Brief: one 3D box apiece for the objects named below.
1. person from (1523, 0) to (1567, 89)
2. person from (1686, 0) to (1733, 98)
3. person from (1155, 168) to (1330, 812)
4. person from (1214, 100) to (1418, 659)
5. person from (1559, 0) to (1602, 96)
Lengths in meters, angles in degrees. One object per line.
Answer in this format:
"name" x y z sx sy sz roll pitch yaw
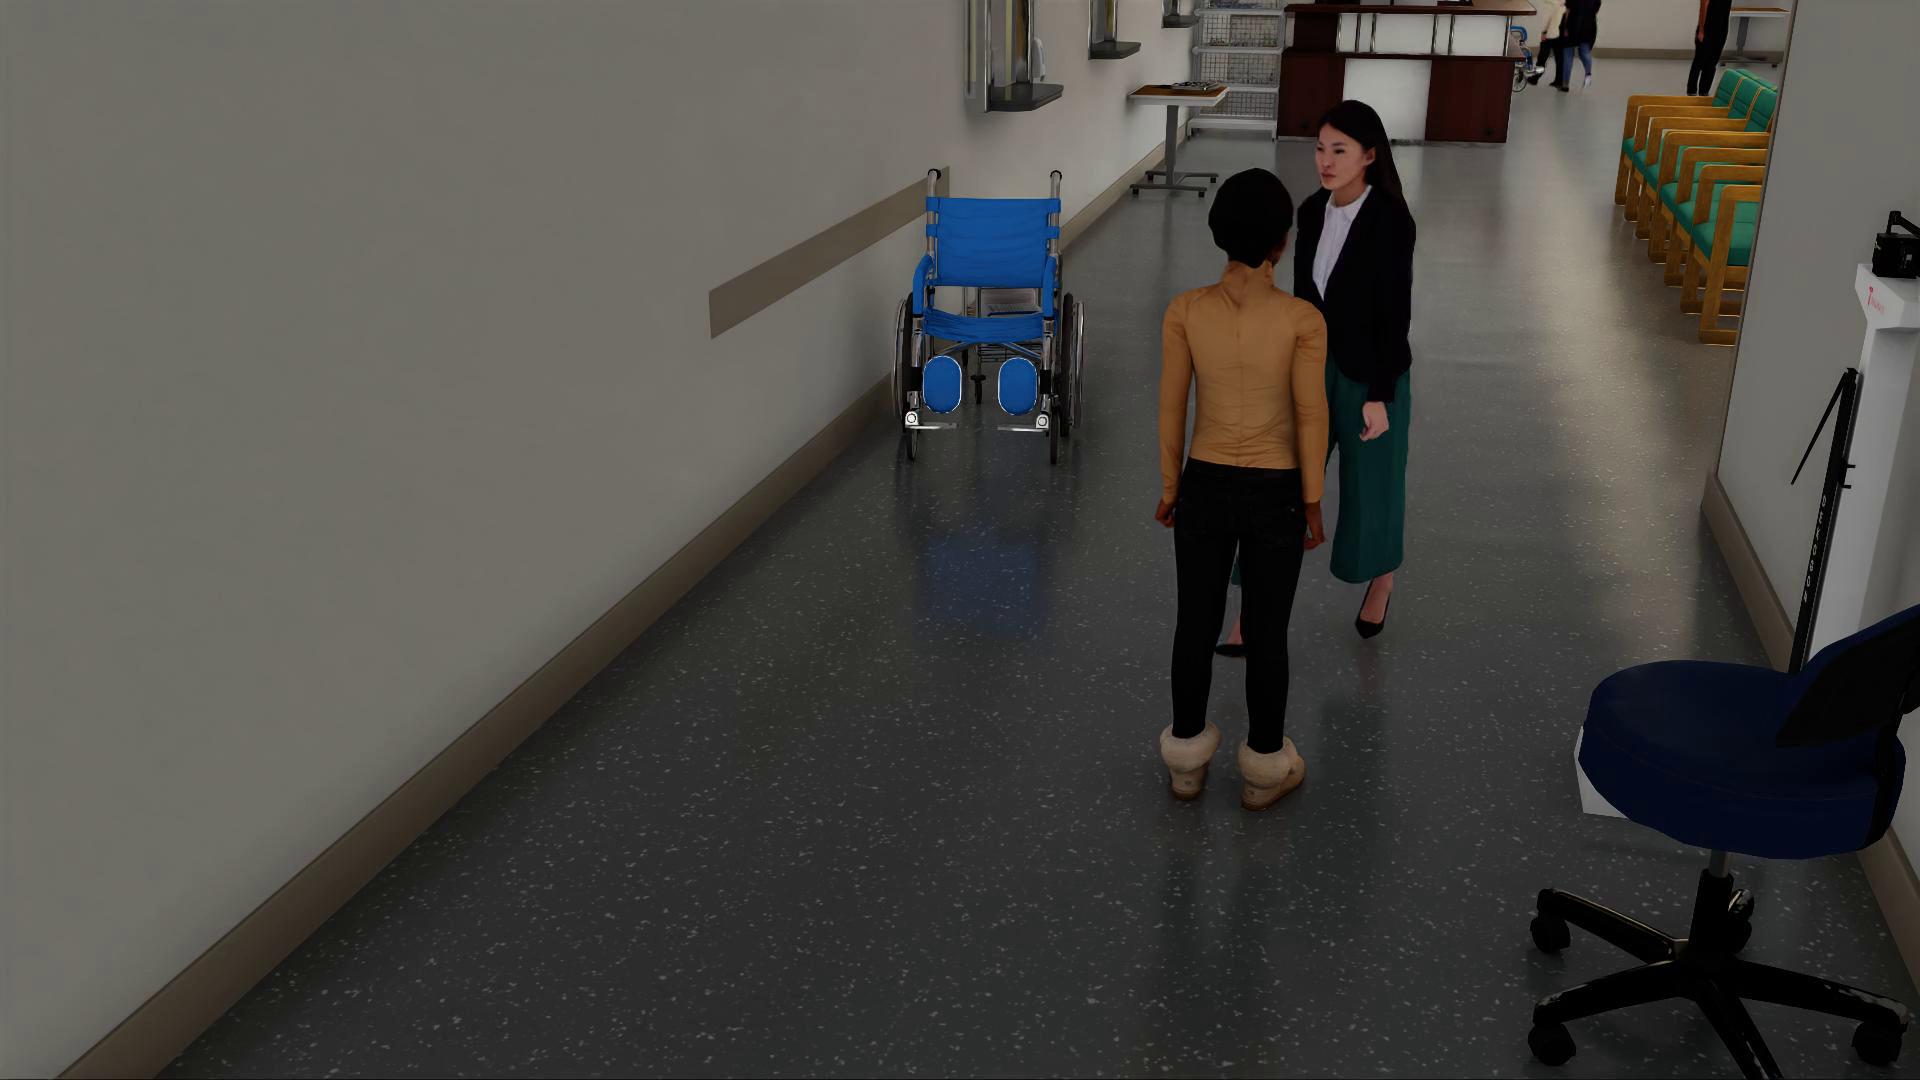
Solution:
"person" 7.883 -6.696 21.952 0.898 1.433 0.944 -10 23 -25
"person" 9.031 -6.126 19.987 0.709 1.758 0.783 -9 23 -23
"person" 0.713 -0.107 4.236 0.522 1.658 0.683 8 22 21
"person" 1.231 -0.455 5.102 1.069 1.695 1.008 16 26 37
"person" 7.792 -6.397 20.837 1.031 1.664 0.843 0 21 1
